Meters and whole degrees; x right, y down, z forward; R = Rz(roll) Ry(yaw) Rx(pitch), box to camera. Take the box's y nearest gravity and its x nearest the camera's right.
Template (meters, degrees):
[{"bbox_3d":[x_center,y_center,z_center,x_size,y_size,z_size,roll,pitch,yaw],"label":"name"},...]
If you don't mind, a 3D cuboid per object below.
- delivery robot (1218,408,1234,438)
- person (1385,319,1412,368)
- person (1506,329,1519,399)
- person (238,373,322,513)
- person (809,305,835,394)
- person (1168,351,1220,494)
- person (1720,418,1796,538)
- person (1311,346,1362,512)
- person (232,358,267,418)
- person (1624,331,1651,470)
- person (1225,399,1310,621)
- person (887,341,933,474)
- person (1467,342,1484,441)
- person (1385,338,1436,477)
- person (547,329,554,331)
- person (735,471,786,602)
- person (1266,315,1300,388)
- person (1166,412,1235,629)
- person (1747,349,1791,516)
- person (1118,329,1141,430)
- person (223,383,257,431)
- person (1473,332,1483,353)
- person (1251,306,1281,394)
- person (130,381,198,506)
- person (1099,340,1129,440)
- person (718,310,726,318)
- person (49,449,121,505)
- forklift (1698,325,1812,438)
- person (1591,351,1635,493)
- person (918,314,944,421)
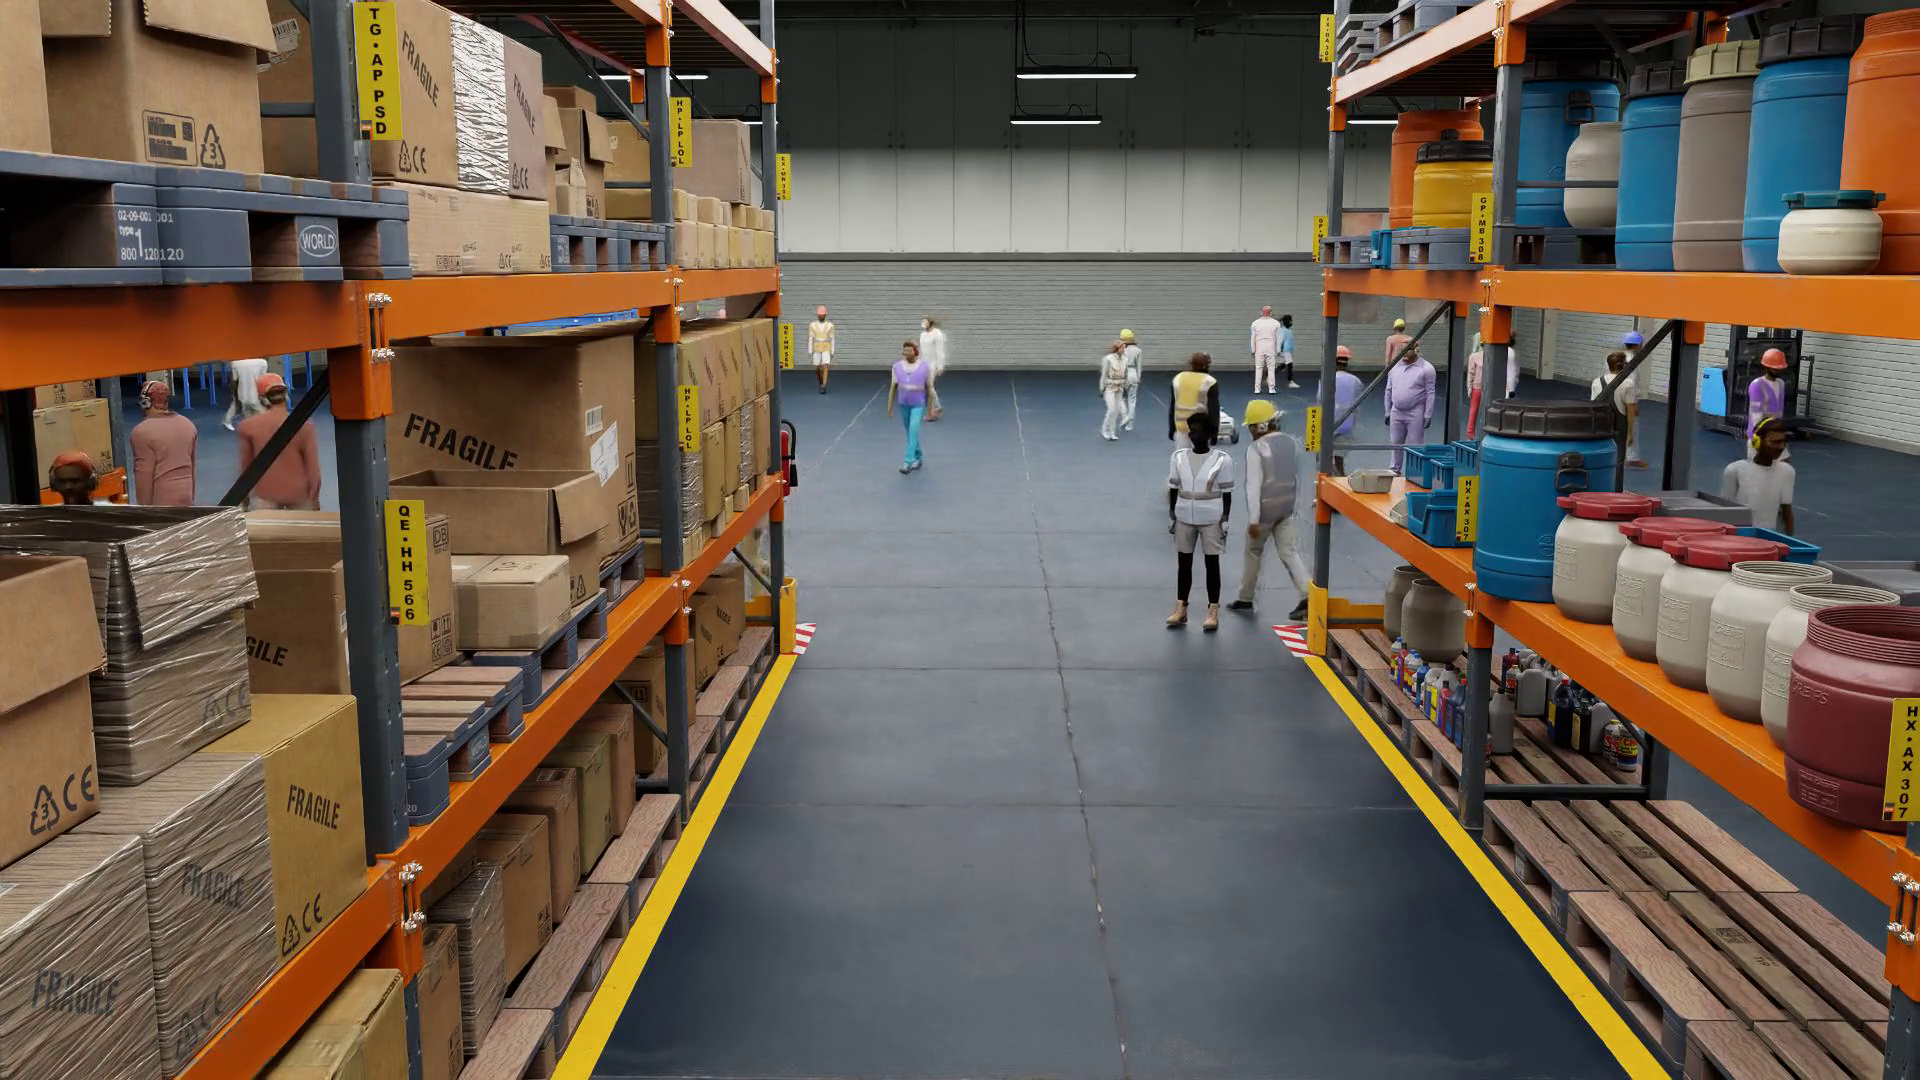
[{"bbox_3d":[4.125,-1.872,26.546,0.477,0.478,0.707,-1,10,-7],"label":"delivery robot"},{"bbox_3d":[8.507,-3.407,32.283,0.533,1.765,0.330,0,9,-2],"label":"person"},{"bbox_3d":[8.378,-2.333,25.619,0.429,1.841,0.633,-2,10,-10],"label":"person"},{"bbox_3d":[-5.527,-0.373,13.549,0.650,1.959,0.739,-4,10,-20],"label":"person"},{"bbox_3d":[-3.020,-4.189,36.500,0.556,1.922,0.721,0,9,2],"label":"person"},{"bbox_3d":[2.734,-1.296,19.480,0.667,1.823,0.488,7,12,36],"label":"person"},{"bbox_3d":[5.456,0.053,11.446,0.531,1.805,1.034,-1,10,-8],"label":"person"},{"bbox_3d":[4.324,-1.280,19.161,0.600,1.889,0.540,-2,10,-12],"label":"person"},{"bbox_3d":[-9.732,-1.885,22.902,0.549,1.854,0.453,1,9,3],"label":"person"},{"bbox_3d":[9.096,-1.919,22.920,0.853,1.919,0.614,3,10,17],"label":"person"},{"bbox_3d":[2.524,-0.233,13.311,0.583,1.781,0.913,-7,12,-35],"label":"person"},{"bbox_3d":[-0.672,-1.831,22.765,0.587,1.794,0.993,3,10,20],"label":"person"},{"bbox_3d":[8.202,-2.360,26.009,0.526,1.765,0.329,0,9,2],"label":"person"},{"bbox_3d":[5.653,-1.597,21.014,0.645,1.907,0.400,8,12,40],"label":"person"},{"bbox_3d":[-5.871,-2.097,24.082,0.614,1.887,0.657,-5,11,-27],"label":"person"},{"bbox_3d":[-1.602,-0.170,13.311,0.459,1.615,0.518,-3,10,-18],"label":"person"},{"bbox_3d":[7.393,-4.321,38.045,0.798,1.670,0.536,5,11,27],"label":"person"},{"bbox_3d":[1.872,-0.155,13.000,0.537,1.695,0.321,5,11,29],"label":"person"},{"bbox_3d":[8.973,-1.176,18.504,0.554,1.904,0.509,-5,11,-26],"label":"person"},{"bbox_3d":[2.859,-2.741,28.397,0.493,1.724,0.399,-2,10,-14],"label":"person"},{"bbox_3d":[-12.133,-2.636,28.166,0.863,1.598,0.504,3,10,20],"label":"person"},{"bbox_3d":[11.427,-3.992,36.216,0.512,1.623,0.388,-2,10,-12],"label":"person"},{"bbox_3d":[6.654,-4.128,36.175,0.651,1.907,0.409,2,10,13],"label":"person"},{"bbox_3d":[-6.415,-0.324,13.386,0.400,1.910,0.643,3,10,15],"label":"person"},{"bbox_3d":[2.475,-2.402,26.690,0.534,1.610,0.403,-7,12,-36],"label":"person"},{"bbox_3d":[-4.328,-3.261,30.781,0.654,1.964,0.850,-4,10,-24],"label":"person"},{"bbox_3d":[-4.741,0.418,9.101,0.587,1.859,0.827,-2,10,-14],"label":"person"},{"bbox_3d":[13.248,-3.165,27.620,1.129,2.768,1.873,0,9,1],"label":"forklift"},{"bbox_3d":[7.484,-1.245,19.097,0.351,1.843,0.506,-9,13,-42],"label":"person"},{"bbox_3d":[-0.557,-3.112,30.017,0.444,1.924,0.660,-6,11,-33],"label":"person"}]
